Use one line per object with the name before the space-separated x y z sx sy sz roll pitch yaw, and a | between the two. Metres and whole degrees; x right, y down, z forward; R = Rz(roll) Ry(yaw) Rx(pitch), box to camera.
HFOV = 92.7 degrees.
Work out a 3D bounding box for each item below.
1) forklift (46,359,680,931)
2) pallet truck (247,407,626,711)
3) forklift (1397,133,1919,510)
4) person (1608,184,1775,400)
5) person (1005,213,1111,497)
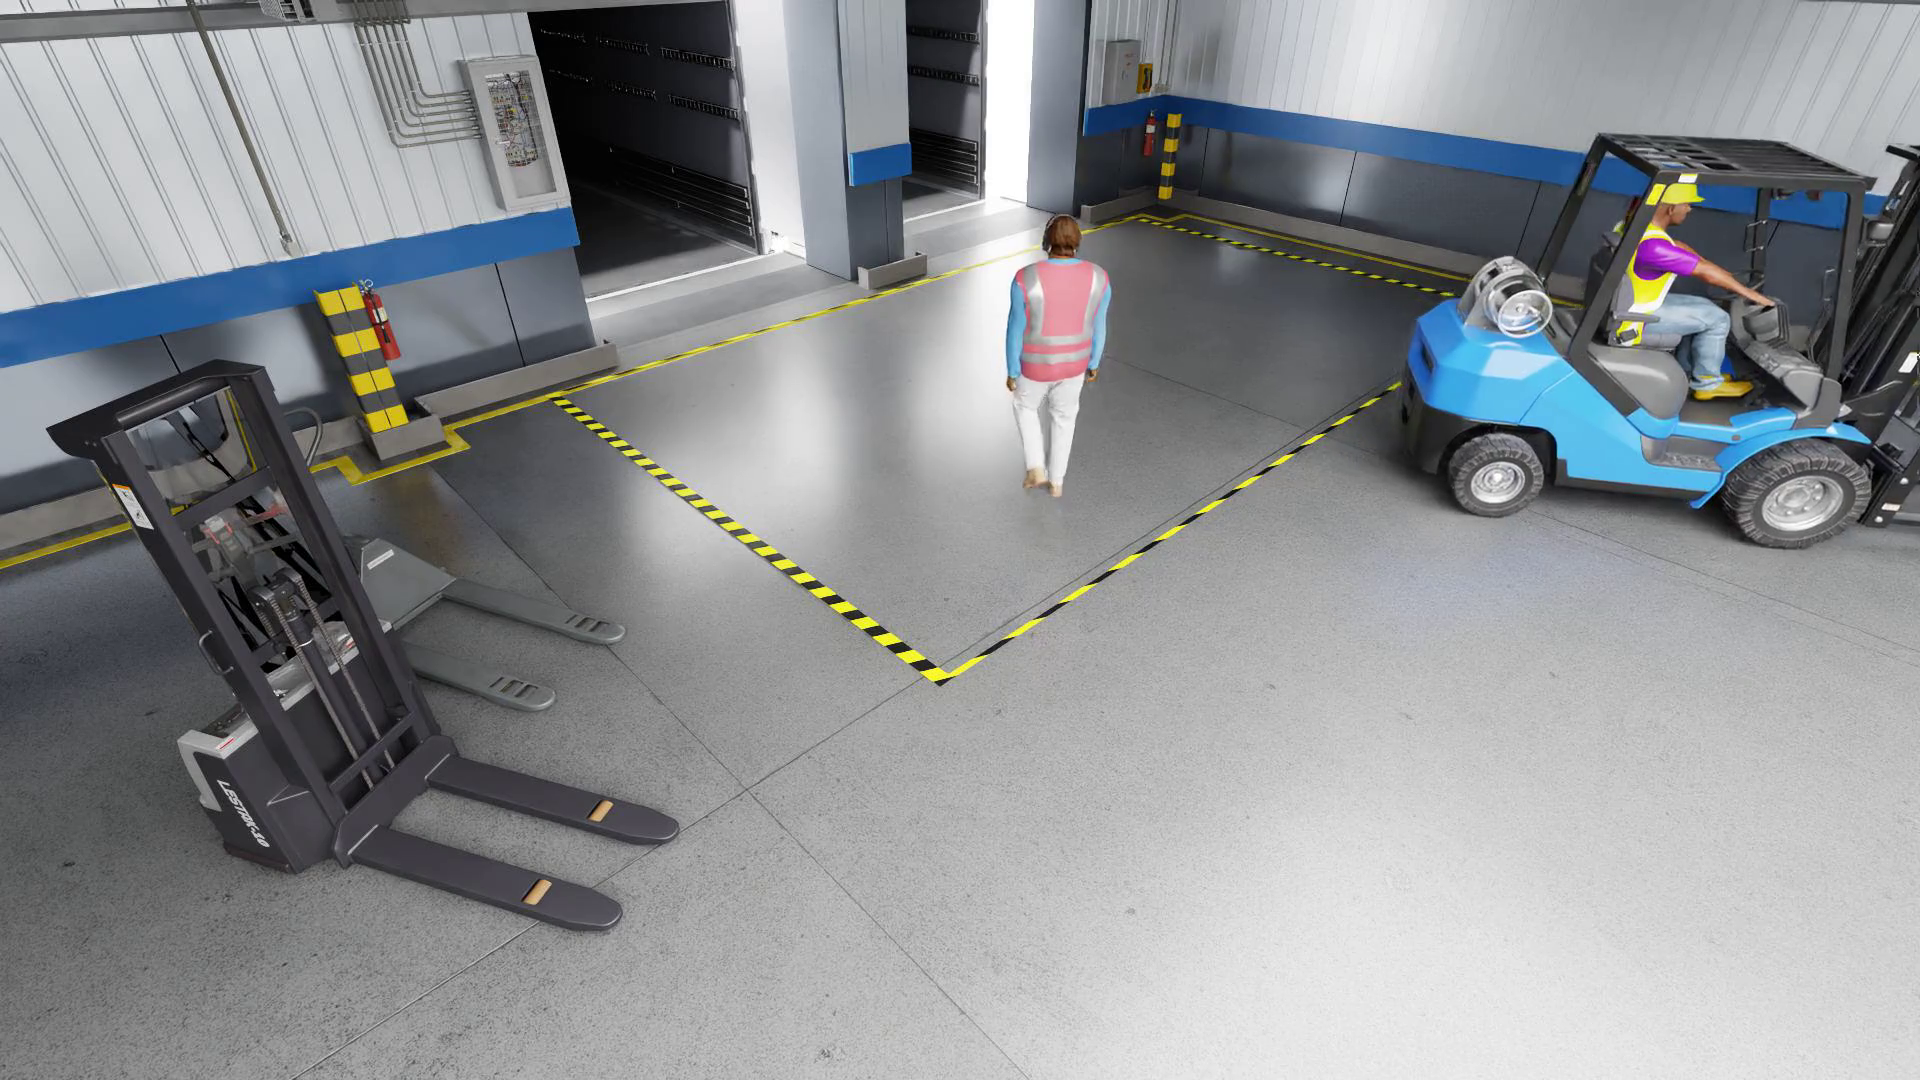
forklift | -2.135 0.422 3.354 1.885 1.965 0.823 10 35 14
pallet truck | -2.628 0.038 4.590 1.601 1.201 0.680 12 36 18
forklift | 4.384 -1.356 5.651 2.680 2.036 1.157 8 35 11
person | 4.440 -1.498 5.529 1.004 1.294 0.635 8 35 11
person | 0.584 -1.093 5.730 0.646 1.825 0.466 -5 35 -8
